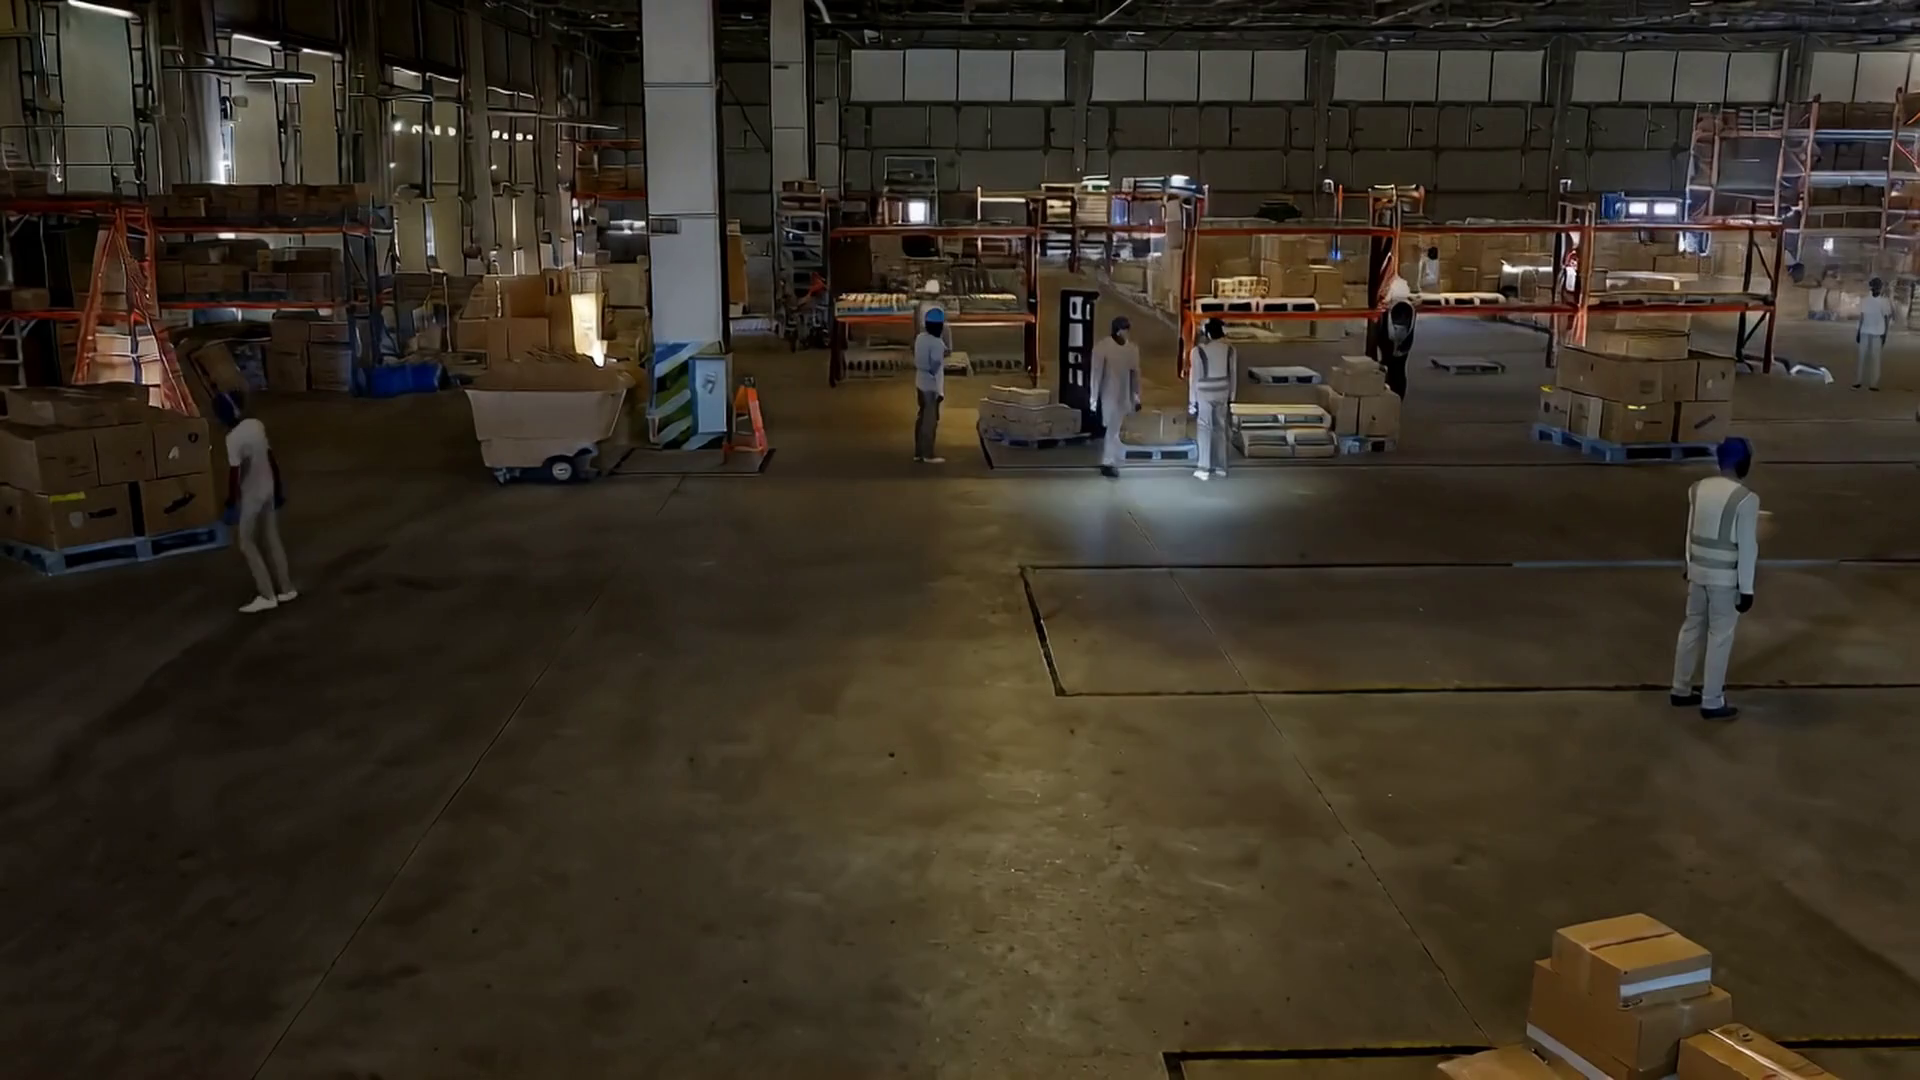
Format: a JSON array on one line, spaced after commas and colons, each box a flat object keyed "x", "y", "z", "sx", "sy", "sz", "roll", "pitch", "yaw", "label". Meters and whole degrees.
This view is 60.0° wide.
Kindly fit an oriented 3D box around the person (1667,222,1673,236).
[{"x": 26.606, "y": -11.136, "z": 62.148, "sx": 0.359, "sy": 1.938, "sz": 0.547, "roll": 4, "pitch": 13, "yaw": 19, "label": "person"}]

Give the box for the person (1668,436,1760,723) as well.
[{"x": 4.955, "y": 0.252, "z": 10.886, "sx": 0.353, "sy": 1.877, "sz": 0.573, "roll": -4, "pitch": 13, "yaw": -18, "label": "person"}]

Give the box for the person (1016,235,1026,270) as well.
[{"x": 2.238, "y": -10.083, "z": 57.939, "sx": 0.568, "sy": 1.704, "sz": 0.338, "roll": -5, "pitch": 14, "yaw": -23, "label": "person"}]

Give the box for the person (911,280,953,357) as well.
[{"x": -0.420, "y": -2.974, "z": 25.306, "sx": 0.639, "sy": 1.929, "sz": 0.439, "roll": 2, "pitch": 13, "yaw": 7, "label": "person"}]

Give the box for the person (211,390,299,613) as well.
[{"x": -5.779, "y": -0.344, "z": 13.688, "sx": 0.341, "sy": 1.832, "sz": 0.689, "roll": 3, "pitch": 13, "yaw": 11, "label": "person"}]

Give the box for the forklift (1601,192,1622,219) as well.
[{"x": 23.740, "y": -11.331, "z": 60.882, "sx": 1.129, "sy": 2.768, "sz": 1.873, "roll": -11, "pitch": 17, "yaw": -41, "label": "forklift"}]

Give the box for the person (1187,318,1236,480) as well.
[{"x": 2.936, "y": -1.642, "z": 19.403, "sx": 0.584, "sy": 1.882, "sz": 0.337, "roll": -4, "pitch": 13, "yaw": -17, "label": "person"}]

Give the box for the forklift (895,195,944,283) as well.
[{"x": -1.388, "y": -9.715, "z": 53.582, "sx": 1.129, "sy": 2.768, "sz": 1.873, "roll": 7, "pitch": 14, "yaw": 28, "label": "forklift"}]

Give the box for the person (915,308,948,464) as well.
[{"x": -0.345, "y": -1.888, "z": 20.440, "sx": 0.391, "sy": 1.922, "sz": 0.585, "roll": -7, "pitch": 14, "yaw": -28, "label": "person"}]

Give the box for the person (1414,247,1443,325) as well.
[{"x": 11.077, "y": -6.010, "z": 39.314, "sx": 0.629, "sy": 1.808, "sz": 0.907, "roll": -6, "pitch": 14, "yaw": -24, "label": "person"}]

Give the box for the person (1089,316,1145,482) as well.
[{"x": 1.872, "y": -1.635, "z": 19.301, "sx": 0.653, "sy": 1.909, "sz": 0.808, "roll": -8, "pitch": 15, "yaw": -31, "label": "person"}]

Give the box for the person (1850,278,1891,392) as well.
[{"x": 14.933, "y": -3.359, "z": 27.229, "sx": 0.331, "sy": 1.861, "sz": 0.503, "roll": -7, "pitch": 14, "yaw": -27, "label": "person"}]

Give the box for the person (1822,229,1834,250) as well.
[{"x": 28.391, "y": -9.313, "z": 54.461, "sx": 0.319, "sy": 1.698, "sz": 0.532, "roll": 11, "pitch": 17, "yaw": 42, "label": "person"}]

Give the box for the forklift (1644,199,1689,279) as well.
[{"x": 19.200, "y": -7.935, "z": 45.546, "sx": 1.129, "sy": 2.768, "sz": 1.873, "roll": 0, "pitch": 12, "yaw": -2, "label": "forklift"}]

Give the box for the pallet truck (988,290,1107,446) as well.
[{"x": 1.257, "y": -2.299, "z": 22.111, "sx": 1.885, "sy": 1.965, "sz": 0.823, "roll": -9, "pitch": 15, "yaw": -35, "label": "pallet truck"}]

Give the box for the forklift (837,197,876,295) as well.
[{"x": -3.098, "y": -8.607, "z": 48.580, "sx": 1.129, "sy": 2.768, "sz": 1.873, "roll": 1, "pitch": 13, "yaw": 5, "label": "forklift"}]

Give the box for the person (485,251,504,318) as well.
[{"x": -11.477, "y": -6.268, "z": 40.872, "sx": 0.523, "sy": 1.632, "sz": 0.313, "roll": 11, "pitch": 17, "yaw": 41, "label": "person"}]

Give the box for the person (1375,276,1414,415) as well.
[{"x": 6.426, "y": -2.884, "z": 24.653, "sx": 0.538, "sy": 2.000, "sz": 0.681, "roll": 5, "pitch": 13, "yaw": 20, "label": "person"}]
